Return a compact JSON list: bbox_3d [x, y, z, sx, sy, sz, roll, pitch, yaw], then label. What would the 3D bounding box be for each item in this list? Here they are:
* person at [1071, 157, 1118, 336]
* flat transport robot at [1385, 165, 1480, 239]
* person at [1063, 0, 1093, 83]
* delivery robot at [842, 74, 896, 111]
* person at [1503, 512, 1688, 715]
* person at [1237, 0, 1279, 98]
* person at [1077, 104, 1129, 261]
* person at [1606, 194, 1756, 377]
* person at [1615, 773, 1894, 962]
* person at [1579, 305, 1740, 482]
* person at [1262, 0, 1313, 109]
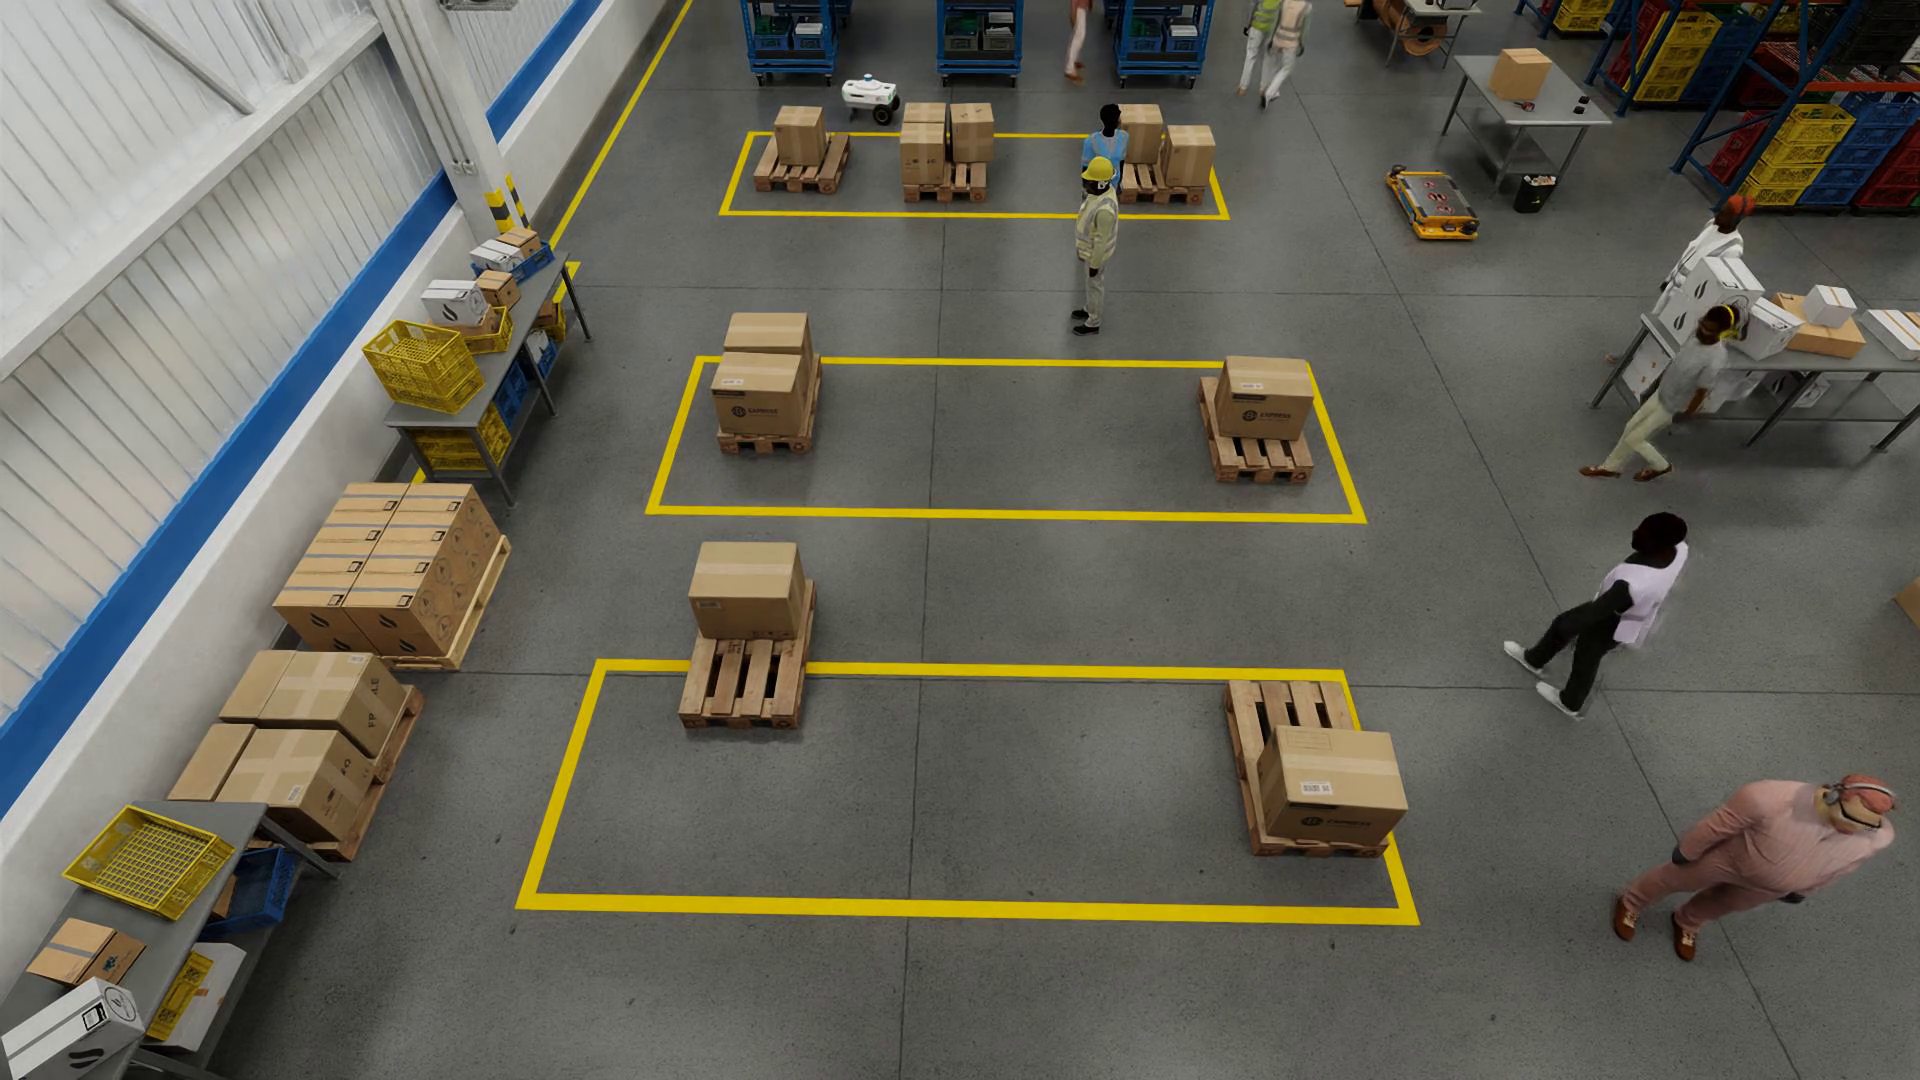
[{"bbox_3d":[1.309,-2.863,8.976,0.404,1.824,0.595,1,49,1],"label":"person"},{"bbox_3d":[5.692,-4.094,11.059,0.652,0.197,1.431,1,49,1],"label":"flat transport robot"},{"bbox_3d":[1.775,-7.629,13.012,0.504,1.963,0.651,17,51,14],"label":"person"},{"bbox_3d":[-1.244,-6.126,12.571,0.707,0.478,0.477,9,50,8],"label":"delivery robot"},{"bbox_3d":[4.180,0.451,6.063,0.624,1.882,0.810,-29,55,-23],"label":"person"},{"bbox_3d":[4.232,-7.086,12.616,0.634,1.842,0.429,10,50,8],"label":"person"},{"bbox_3d":[1.536,-3.859,9.918,0.535,1.697,0.318,-17,51,-14],"label":"person"},{"bbox_3d":[6.655,-2.285,8.433,0.337,1.883,0.584,7,50,6],"label":"person"},{"bbox_3d":[4.237,1.758,4.928,0.657,1.901,0.396,17,51,14],"label":"person"},{"bbox_3d":[5.819,-1.123,7.456,0.531,1.845,0.522,10,50,8],"label":"person"},{"bbox_3d":[4.406,-6.738,12.455,0.525,1.619,0.626,35,58,27],"label":"person"}]
